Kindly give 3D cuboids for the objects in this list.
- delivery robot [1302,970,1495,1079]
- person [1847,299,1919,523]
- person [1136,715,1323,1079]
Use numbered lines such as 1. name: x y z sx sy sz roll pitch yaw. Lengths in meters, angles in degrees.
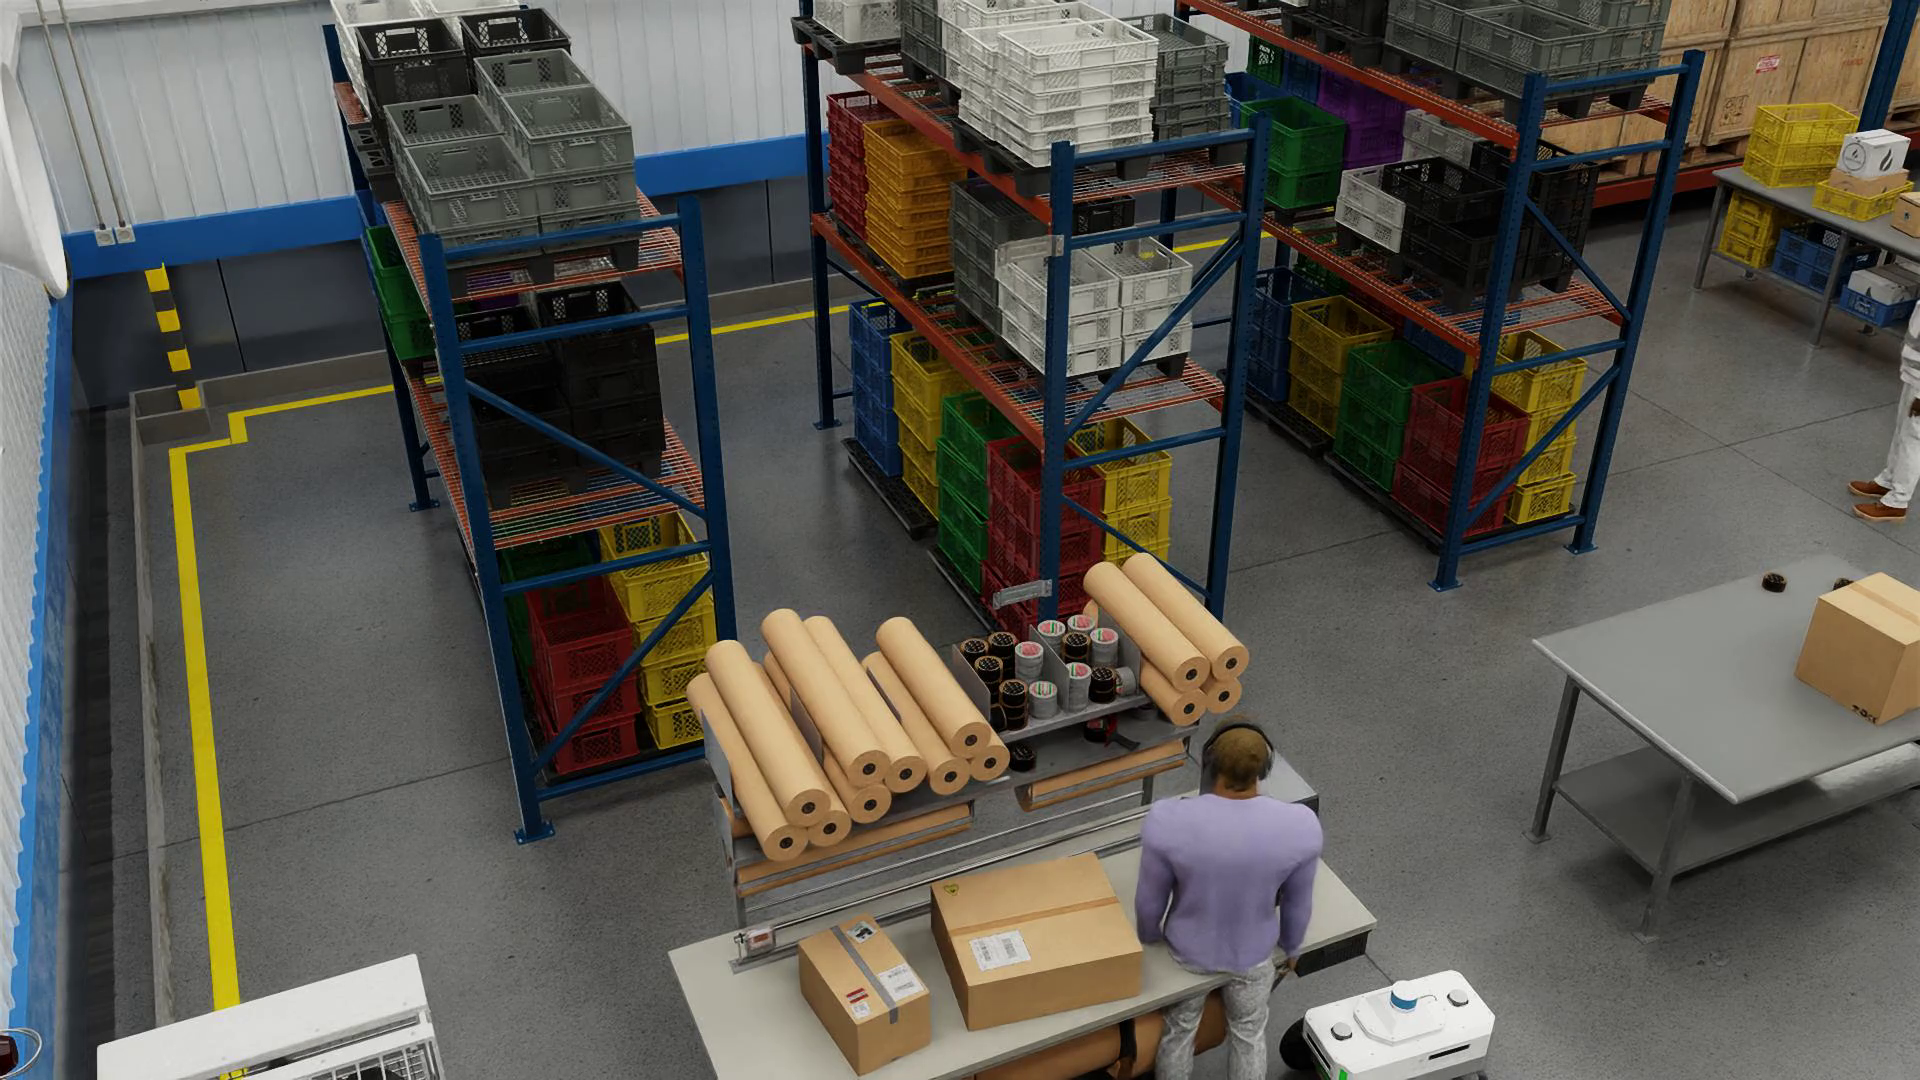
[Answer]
1. delivery robot: 1.702 1.921 6.470 0.707 0.478 0.477 -10 33 -16
2. person: 5.804 -0.988 10.023 0.361 1.883 0.574 13 34 20
3. person: 0.940 1.452 6.021 0.626 1.930 0.371 2 32 3
